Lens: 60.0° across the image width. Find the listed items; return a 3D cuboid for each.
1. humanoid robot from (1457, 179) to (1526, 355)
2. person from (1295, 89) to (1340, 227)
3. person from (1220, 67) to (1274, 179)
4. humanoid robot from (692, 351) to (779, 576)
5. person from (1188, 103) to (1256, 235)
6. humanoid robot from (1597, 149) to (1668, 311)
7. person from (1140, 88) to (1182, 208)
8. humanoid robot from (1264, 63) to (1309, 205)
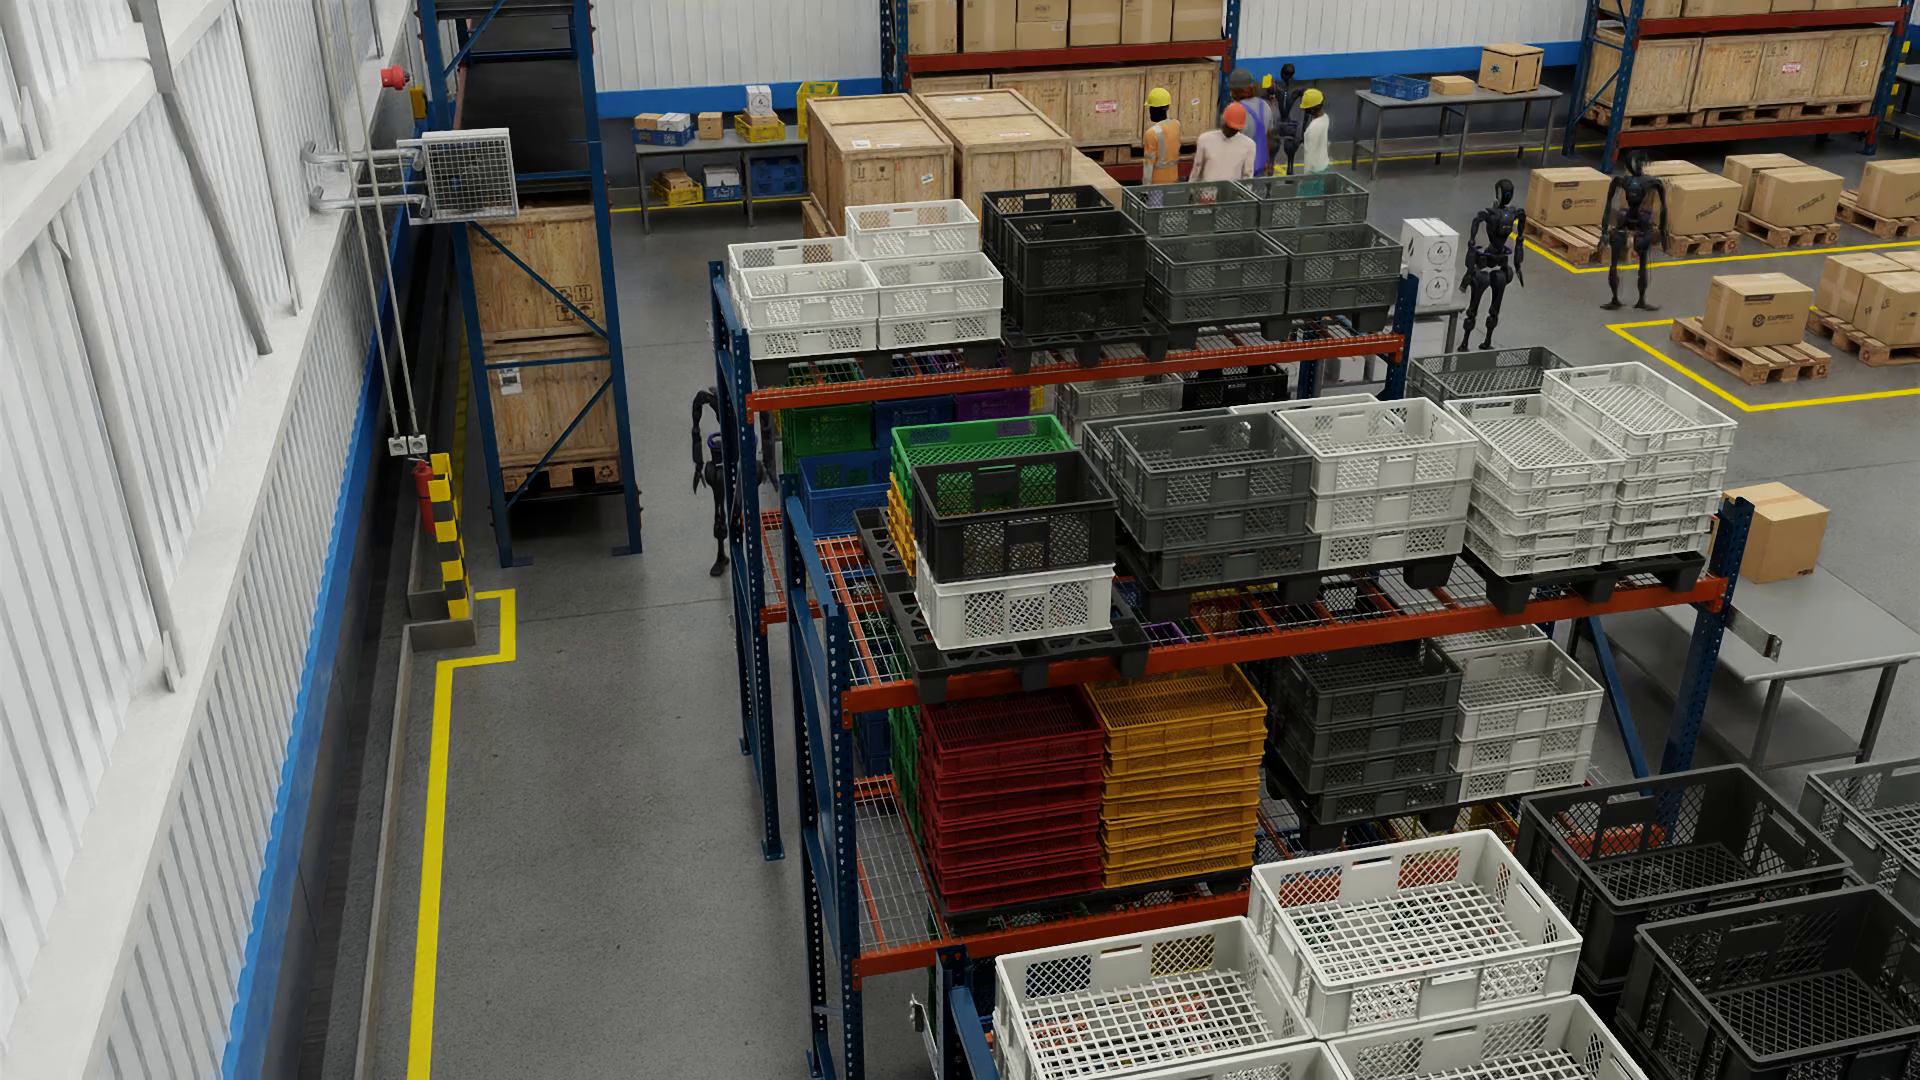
[{"bbox_3d":[4.883,-2.489,15.243,0.610,1.657,0.310,-6,28,-12],"label":"humanoid robot"},{"bbox_3d":[3.946,-4.092,18.258,0.694,1.721,0.551,13,31,23],"label":"person"},{"bbox_3d":[2.954,-4.049,17.830,0.665,2.000,0.706,25,37,38],"label":"person"},{"bbox_3d":[-1.563,-0.519,11.505,0.600,1.657,0.331,-2,28,-3],"label":"humanoid robot"},{"bbox_3d":[2.605,-3.413,16.722,0.663,1.951,0.634,4,28,7],"label":"person"},{"bbox_3d":[6.623,-3.018,16.276,0.663,1.624,0.427,14,31,24],"label":"humanoid robot"},{"bbox_3d":[2.070,-3.761,17.419,0.405,1.918,0.582,20,34,33],"label":"person"},{"bbox_3d":[3.796,-4.757,19.546,0.610,1.658,0.310,7,29,13],"label":"humanoid robot"}]
